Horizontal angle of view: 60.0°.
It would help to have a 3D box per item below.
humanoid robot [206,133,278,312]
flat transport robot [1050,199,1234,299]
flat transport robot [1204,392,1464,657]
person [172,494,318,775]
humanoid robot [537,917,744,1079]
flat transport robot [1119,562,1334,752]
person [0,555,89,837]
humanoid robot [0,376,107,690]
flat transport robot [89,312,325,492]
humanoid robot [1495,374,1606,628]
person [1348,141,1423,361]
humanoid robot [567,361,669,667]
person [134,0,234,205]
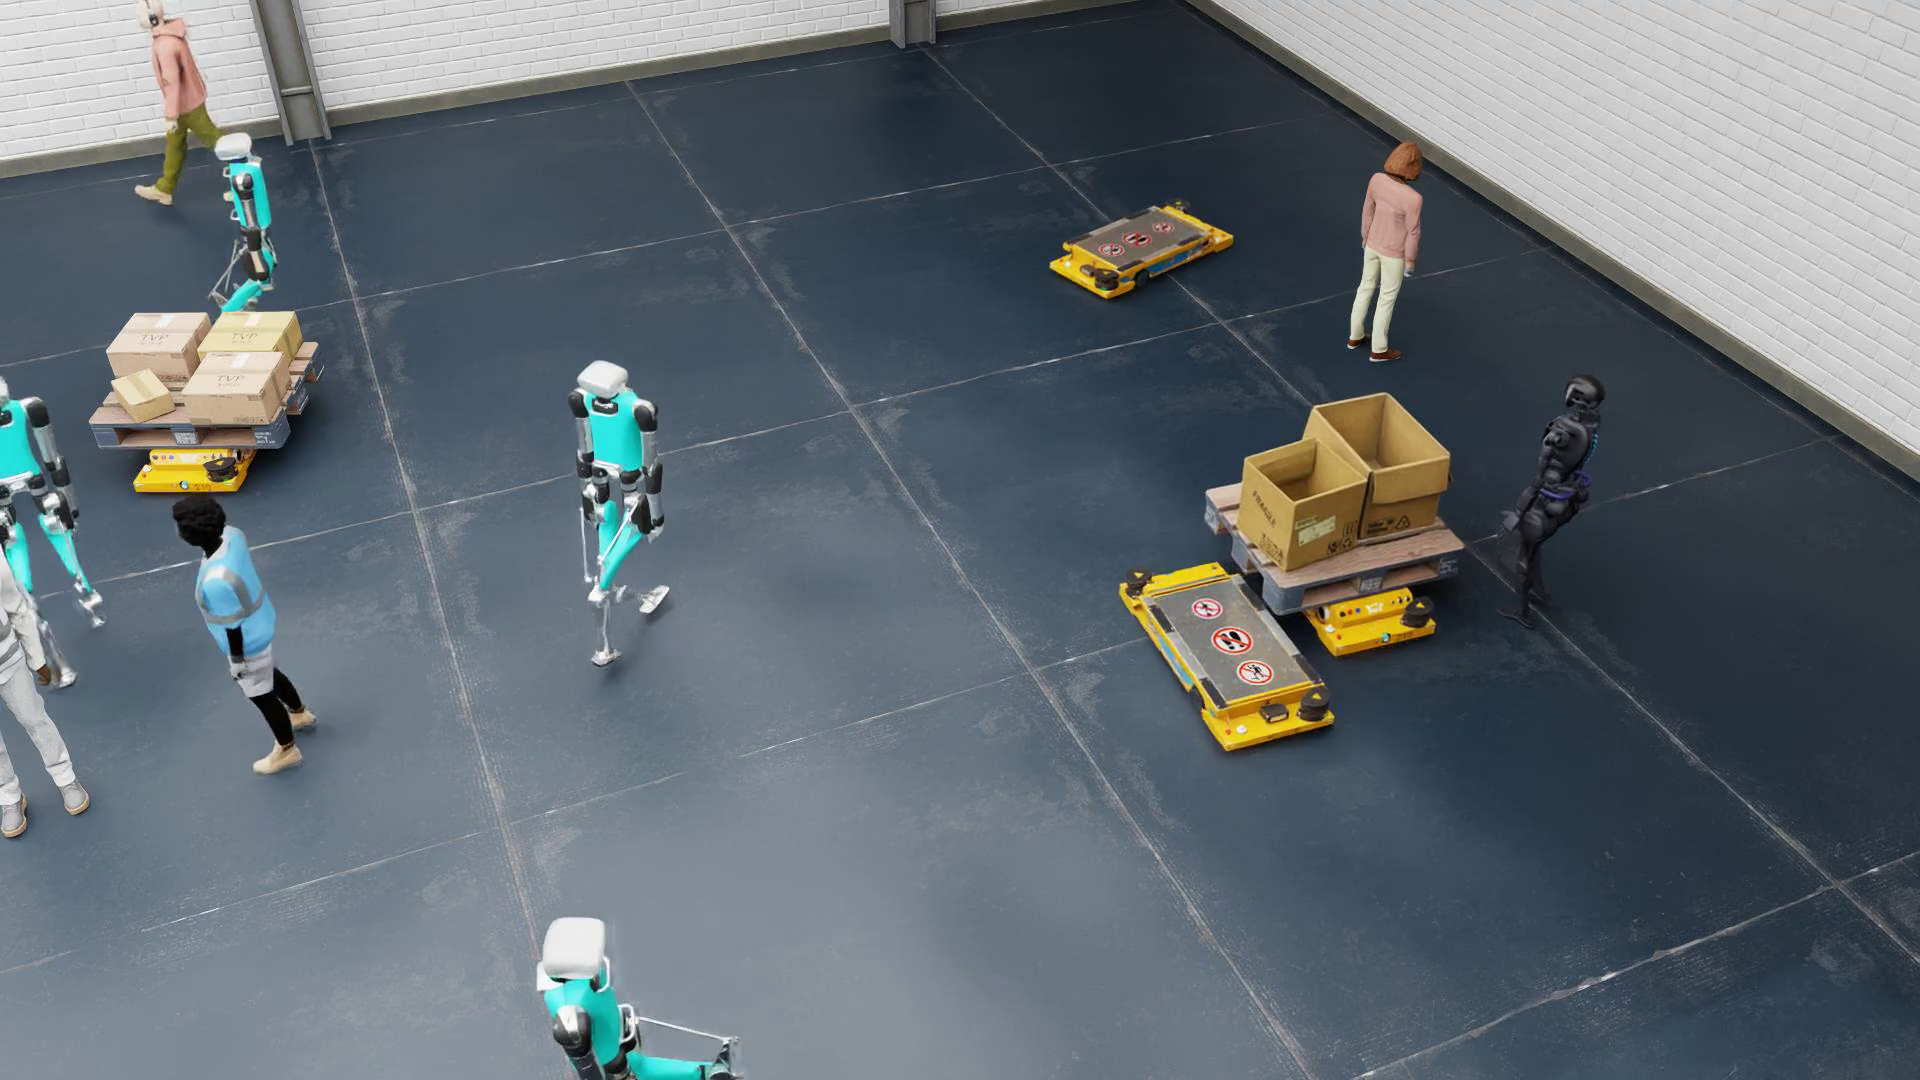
[{"bbox_3d":[-5.038,-1.920,11.604,0.656,1.838,0.540,-9,39,-12],"label":"humanoid robot"},{"bbox_3d":[1.467,-2.338,13.316,1.431,0.231,0.659,-27,45,-31],"label":"flat transport robot"},{"bbox_3d":[2.234,0.136,10.097,0.659,0.231,1.431,-12,39,-15],"label":"flat transport robot"},{"bbox_3d":[-3.652,0.475,8.487,0.315,1.695,0.544,-8,38,-11],"label":"person"},{"bbox_3d":[-1.184,2.051,6.390,0.982,1.732,0.540,-7,38,-9],"label":"humanoid robot"},{"bbox_3d":[1.496,0.606,9.485,0.659,0.231,1.431,-12,39,-15],"label":"flat transport robot"},{"bbox_3d":[-4.763,0.644,8.112,0.573,1.882,0.356,-20,42,-24],"label":"person"},{"bbox_3d":[-5.013,0.009,9.081,0.551,1.783,0.818,-25,44,-28],"label":"humanoid robot"},{"bbox_3d":[-5.036,-0.806,11.322,0.659,0.231,1.431,0,38,0],"label":"flat transport robot"},{"bbox_3d":[3.315,-0.209,9.392,0.595,1.652,0.347,-29,46,-32],"label":"humanoid robot"},{"bbox_3d":[3.042,-2.051,11.821,0.266,1.630,0.506,-21,42,-25],"label":"person"},{"bbox_3d":[-1.984,-0.054,9.155,0.546,1.750,1.010,14,40,18],"label":"humanoid robot"},{"bbox_3d":[-6.452,-3.571,13.667,0.995,1.782,0.551,-14,40,-17],"label":"person"}]
